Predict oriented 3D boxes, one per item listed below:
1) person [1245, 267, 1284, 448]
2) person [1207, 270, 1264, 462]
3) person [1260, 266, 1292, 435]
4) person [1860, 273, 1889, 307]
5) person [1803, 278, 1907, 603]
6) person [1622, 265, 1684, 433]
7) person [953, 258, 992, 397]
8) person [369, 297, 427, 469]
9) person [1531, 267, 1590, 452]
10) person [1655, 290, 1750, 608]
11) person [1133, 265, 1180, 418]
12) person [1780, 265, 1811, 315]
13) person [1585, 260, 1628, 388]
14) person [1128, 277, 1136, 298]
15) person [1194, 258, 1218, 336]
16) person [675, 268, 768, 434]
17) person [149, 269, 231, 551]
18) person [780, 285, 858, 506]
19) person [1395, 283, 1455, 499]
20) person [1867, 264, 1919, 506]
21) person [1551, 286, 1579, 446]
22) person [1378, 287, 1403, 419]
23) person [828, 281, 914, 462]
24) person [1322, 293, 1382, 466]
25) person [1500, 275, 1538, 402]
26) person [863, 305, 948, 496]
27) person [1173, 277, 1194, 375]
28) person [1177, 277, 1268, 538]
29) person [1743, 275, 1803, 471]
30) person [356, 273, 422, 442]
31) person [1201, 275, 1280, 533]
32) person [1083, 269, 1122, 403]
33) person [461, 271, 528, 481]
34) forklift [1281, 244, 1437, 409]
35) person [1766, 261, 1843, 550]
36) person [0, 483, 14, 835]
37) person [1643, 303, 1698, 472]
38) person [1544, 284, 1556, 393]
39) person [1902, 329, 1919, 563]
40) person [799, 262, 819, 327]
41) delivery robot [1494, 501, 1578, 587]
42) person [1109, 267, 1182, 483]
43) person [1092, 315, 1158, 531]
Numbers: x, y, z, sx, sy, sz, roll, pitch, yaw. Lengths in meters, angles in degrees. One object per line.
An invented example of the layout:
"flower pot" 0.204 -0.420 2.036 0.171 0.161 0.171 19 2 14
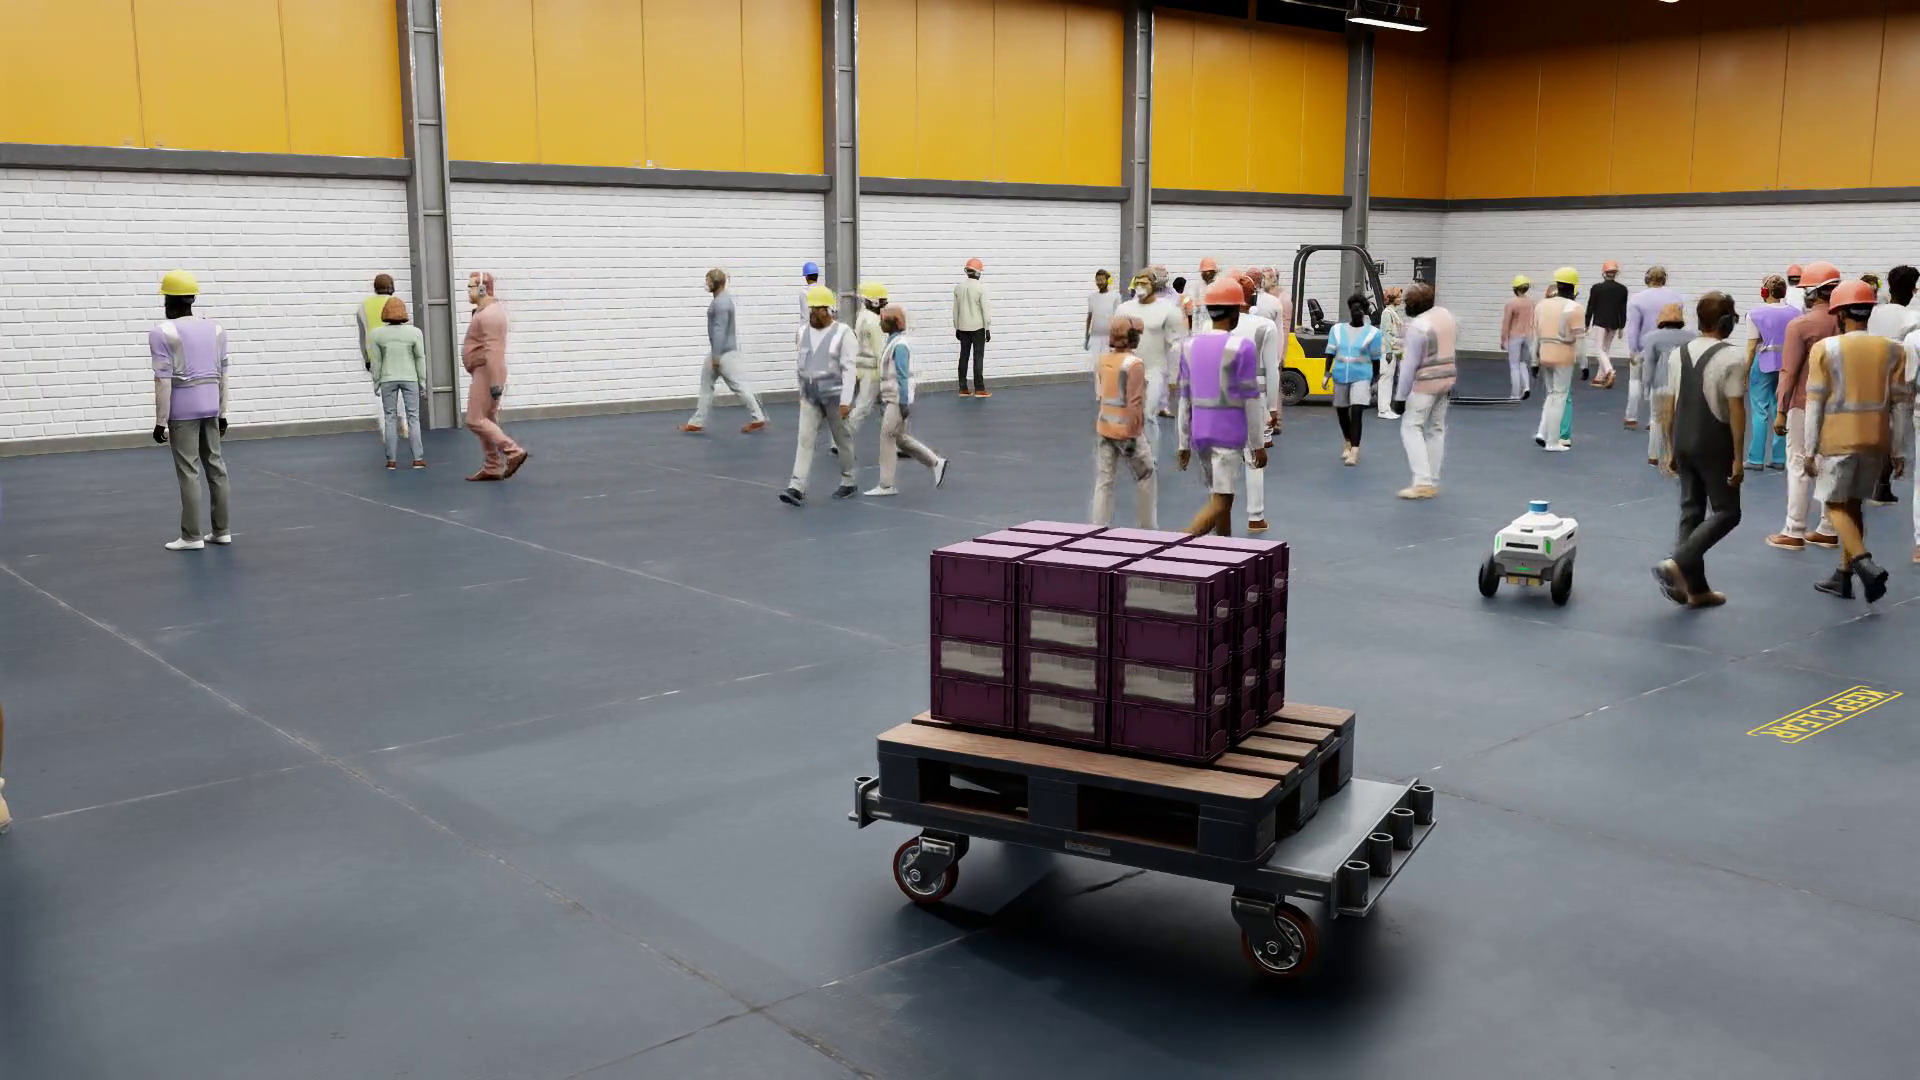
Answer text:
"person" 3.087 -1.918 17.558 0.639 1.910 0.407 1 10 9
"person" 2.672 -1.646 16.037 0.558 1.876 1.012 -1 10 -9
"person" 3.491 -2.150 18.917 0.408 1.905 0.651 -3 10 -16
"person" 10.890 -2.263 19.834 0.674 1.833 0.338 -3 10 -17
"person" 5.197 -0.551 9.596 0.570 1.903 0.748 0 10 1
"person" 7.955 -2.199 19.194 0.635 1.903 0.863 1 10 5
"person" 0.192 -3.048 23.921 0.625 1.990 0.395 7 12 36
"person" -5.335 -1.487 15.830 0.500 1.636 0.279 -2 10 -13
"person" 6.214 -1.858 17.194 0.431 1.910 0.603 -5 11 -28
"person" 4.205 -0.494 9.438 0.532 1.833 0.533 -5 11 -28
"person" 2.470 -2.465 20.766 0.652 1.906 0.402 -3 10 -16
"person" 12.881 -3.303 25.745 0.542 1.897 1.024 4 10 21
"person" 9.934 -3.308 25.509 0.610 1.971 0.868 -2 10 -10
"person" 2.328 -2.543 21.637 0.526 1.765 0.329 7 12 34
"person" 3.750 -3.195 24.807 0.631 2.000 1.040 8 12 38
"person" -2.686 -2.128 18.852 1.047 1.891 0.641 -2 10 -12
"person" -5.302 -0.888 11.463 0.361 1.930 0.587 5 11 25
"person" -1.127 -1.175 13.571 0.618 1.780 0.917 5 11 27
"person" 3.891 -1.240 13.934 0.697 1.805 0.432 -9 13 -41
"person" 7.525 -1.244 13.476 0.442 1.954 0.617 -6 11 -30
"person" 6.413 -1.880 17.739 0.296 1.772 0.533 3 10 15
"person" 5.367 -2.329 20.749 0.307 1.641 0.511 4 10 22
"person" -0.866 -1.647 16.346 0.945 1.789 0.604 -2 10 -10
"person" 3.857 -1.586 16.316 0.533 1.667 0.815 6 11 30
"person" 7.740 -2.787 23.066 0.545 1.753 0.364 -3 10 -16
"person" -0.463 -1.178 14.068 0.676 1.613 0.519 -2 10 -10
"person" 3.510 -3.387 26.804 0.533 1.690 0.321 6 11 29
"person" 1.514 -0.628 10.035 0.886 1.907 0.544 -7 12 -35
"person" 7.627 -1.564 15.662 0.564 1.847 0.396 -2 10 -10
"person" -6.227 -1.996 18.232 0.661 1.828 0.617 1 10 8
"person" 2.044 -0.986 12.172 0.573 1.883 0.354 3 10 18
"person" 1.984 -2.815 22.978 0.517 1.852 0.493 5 11 27
"person" -4.212 -1.451 14.875 0.480 1.892 0.647 -2 10 -10
"forklift" 5.256 -2.933 22.661 2.313 2.155 1.214 3 10 16
"person" 5.896 -0.920 11.496 0.619 1.985 0.409 -3 10 -17
"person" -3.536 0.050 5.636 0.605 2.045 0.383 3 10 17
"person" 6.707 -1.445 15.729 0.485 1.586 0.818 3 10 15
"person" 8.796 -3.002 24.773 0.532 1.594 0.790 2 10 12
"person" 6.412 -0.740 10.795 0.657 1.859 0.600 5 11 28
"person" -1.951 -2.742 22.277 0.402 1.944 0.605 6 12 32
"delivery robot" 3.447 0.008 9.941 0.477 0.478 0.707 6 11 32
"person" 1.591 -1.444 14.758 0.634 1.917 0.707 7 12 35
"person" 1.182 -0.726 11.423 0.680 1.614 0.527 -6 11 -31
